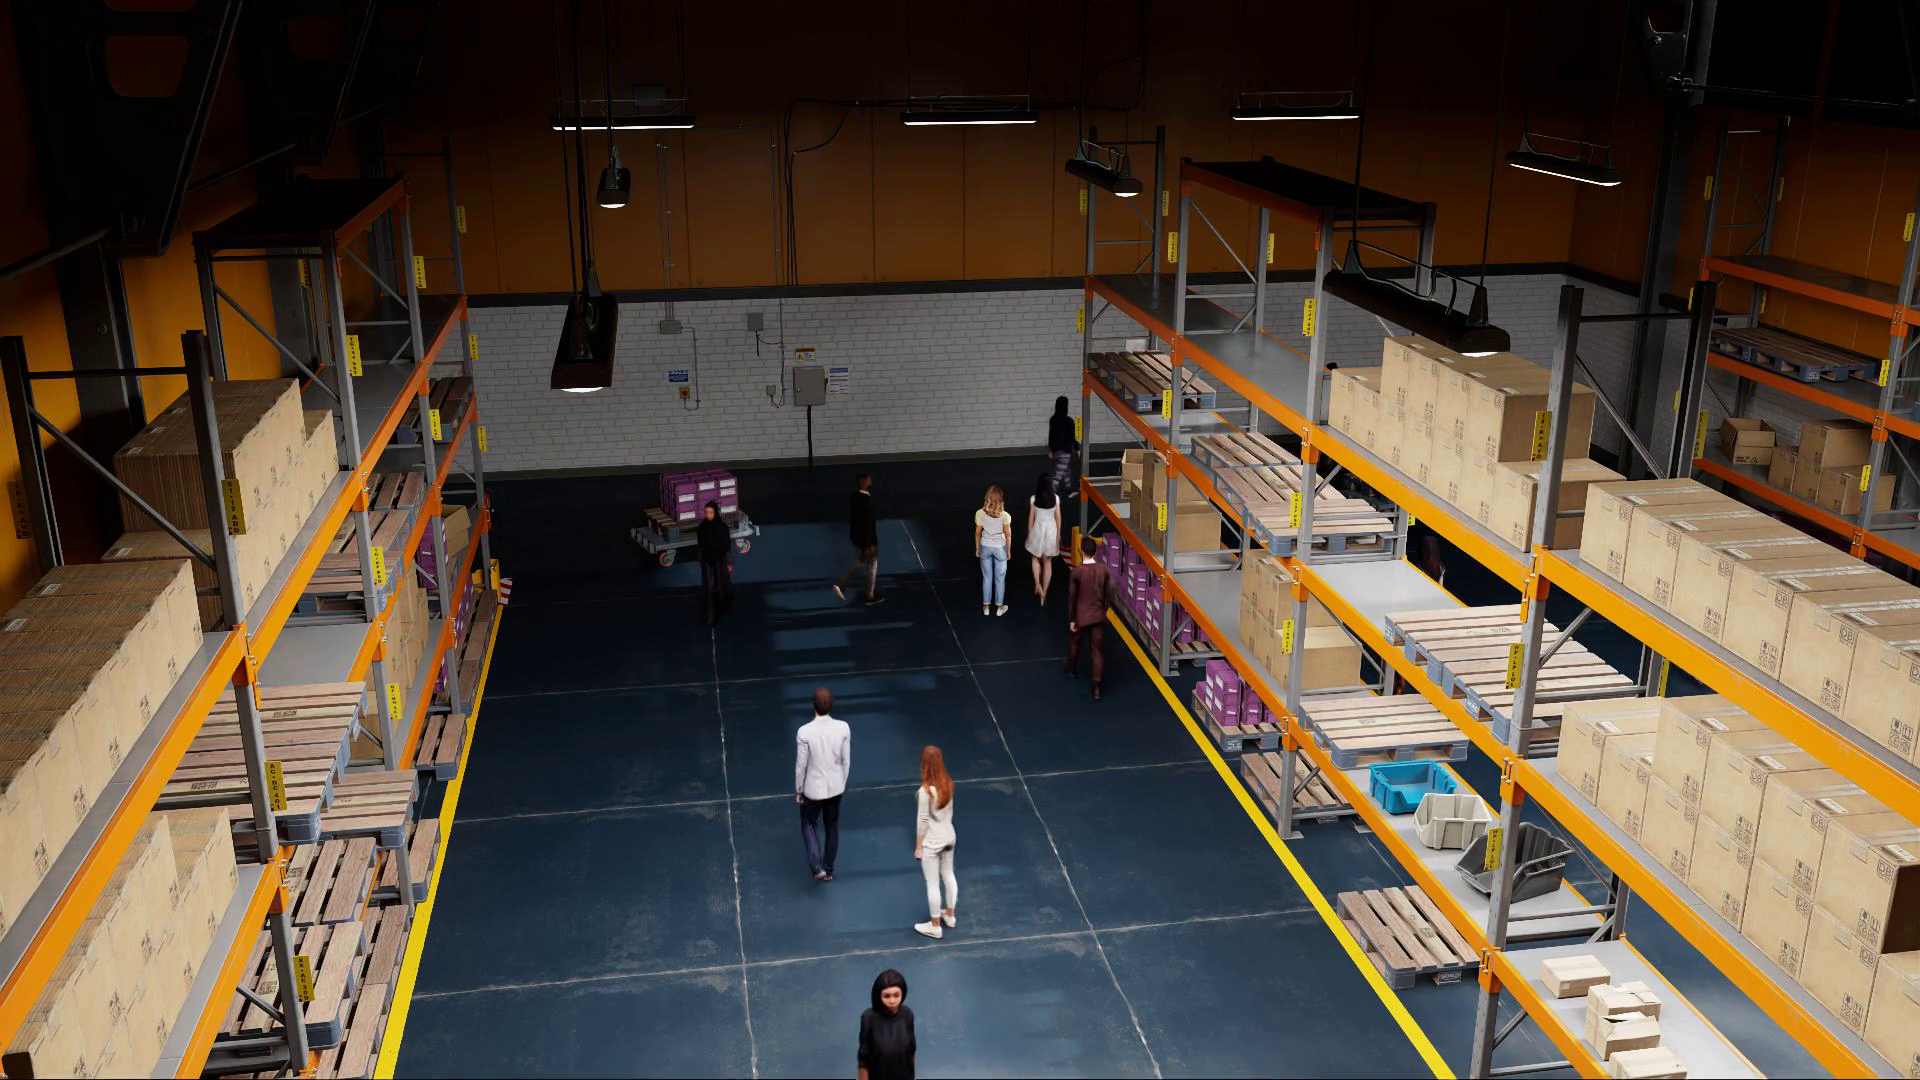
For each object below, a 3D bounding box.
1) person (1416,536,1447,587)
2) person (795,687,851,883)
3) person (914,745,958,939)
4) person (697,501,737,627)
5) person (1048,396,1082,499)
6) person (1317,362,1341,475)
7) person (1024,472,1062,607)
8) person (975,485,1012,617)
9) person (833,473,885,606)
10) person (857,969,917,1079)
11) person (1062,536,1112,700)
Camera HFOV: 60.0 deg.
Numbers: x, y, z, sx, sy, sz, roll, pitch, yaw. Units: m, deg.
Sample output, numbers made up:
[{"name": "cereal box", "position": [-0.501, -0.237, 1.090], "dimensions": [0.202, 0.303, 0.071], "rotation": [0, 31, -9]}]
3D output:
[{"name": "person", "position": [5.481, 0.799, 19.412], "dimensions": [0.709, 1.691, 0.861], "rotation": [-8, 20, -23]}, {"name": "person", "position": [-1.190, 2.254, 14.880], "dimensions": [0.745, 1.826, 0.815], "rotation": [-8, 20, -22]}, {"name": "person", "position": [-0.183, 2.560, 14.159], "dimensions": [0.722, 1.708, 0.676], "rotation": [15, 24, 37]}, {"name": "person", "position": [-3.083, 0.268, 21.128], "dimensions": [0.770, 1.603, 0.942], "rotation": [3, 19, 9]}, {"name": "person", "position": [1.533, -1.342, 25.772], "dimensions": [1.075, 1.690, 1.125], "rotation": [-18, 25, -42]}, {"name": "person", "position": [6.099, -2.036, 27.567], "dimensions": [0.773, 1.859, 0.630], "rotation": [-13, 23, -34]}, {"name": "person", "position": [1.104, 0.013, 21.641], "dimensions": [0.693, 1.759, 0.772], "rotation": [0, 19, 1]}, {"name": "person", "position": [0.428, 0.132, 21.343], "dimensions": [0.699, 1.723, 0.667], "rotation": [3, 19, 10]}, {"name": "person", "position": [-1.321, 0.015, 21.595], "dimensions": [0.934, 1.785, 0.971], "rotation": [-11, 22, -30]}, {"name": "person", "position": [-0.511, 3.598, 11.128], "dimensions": [0.632, 1.673, 1.035], "rotation": [-5, 19, -15]}, {"name": "person", "position": [1.495, 0.916, 18.867], "dimensions": [0.680, 1.817, 1.165], "rotation": [-3, 19, -10]}]
